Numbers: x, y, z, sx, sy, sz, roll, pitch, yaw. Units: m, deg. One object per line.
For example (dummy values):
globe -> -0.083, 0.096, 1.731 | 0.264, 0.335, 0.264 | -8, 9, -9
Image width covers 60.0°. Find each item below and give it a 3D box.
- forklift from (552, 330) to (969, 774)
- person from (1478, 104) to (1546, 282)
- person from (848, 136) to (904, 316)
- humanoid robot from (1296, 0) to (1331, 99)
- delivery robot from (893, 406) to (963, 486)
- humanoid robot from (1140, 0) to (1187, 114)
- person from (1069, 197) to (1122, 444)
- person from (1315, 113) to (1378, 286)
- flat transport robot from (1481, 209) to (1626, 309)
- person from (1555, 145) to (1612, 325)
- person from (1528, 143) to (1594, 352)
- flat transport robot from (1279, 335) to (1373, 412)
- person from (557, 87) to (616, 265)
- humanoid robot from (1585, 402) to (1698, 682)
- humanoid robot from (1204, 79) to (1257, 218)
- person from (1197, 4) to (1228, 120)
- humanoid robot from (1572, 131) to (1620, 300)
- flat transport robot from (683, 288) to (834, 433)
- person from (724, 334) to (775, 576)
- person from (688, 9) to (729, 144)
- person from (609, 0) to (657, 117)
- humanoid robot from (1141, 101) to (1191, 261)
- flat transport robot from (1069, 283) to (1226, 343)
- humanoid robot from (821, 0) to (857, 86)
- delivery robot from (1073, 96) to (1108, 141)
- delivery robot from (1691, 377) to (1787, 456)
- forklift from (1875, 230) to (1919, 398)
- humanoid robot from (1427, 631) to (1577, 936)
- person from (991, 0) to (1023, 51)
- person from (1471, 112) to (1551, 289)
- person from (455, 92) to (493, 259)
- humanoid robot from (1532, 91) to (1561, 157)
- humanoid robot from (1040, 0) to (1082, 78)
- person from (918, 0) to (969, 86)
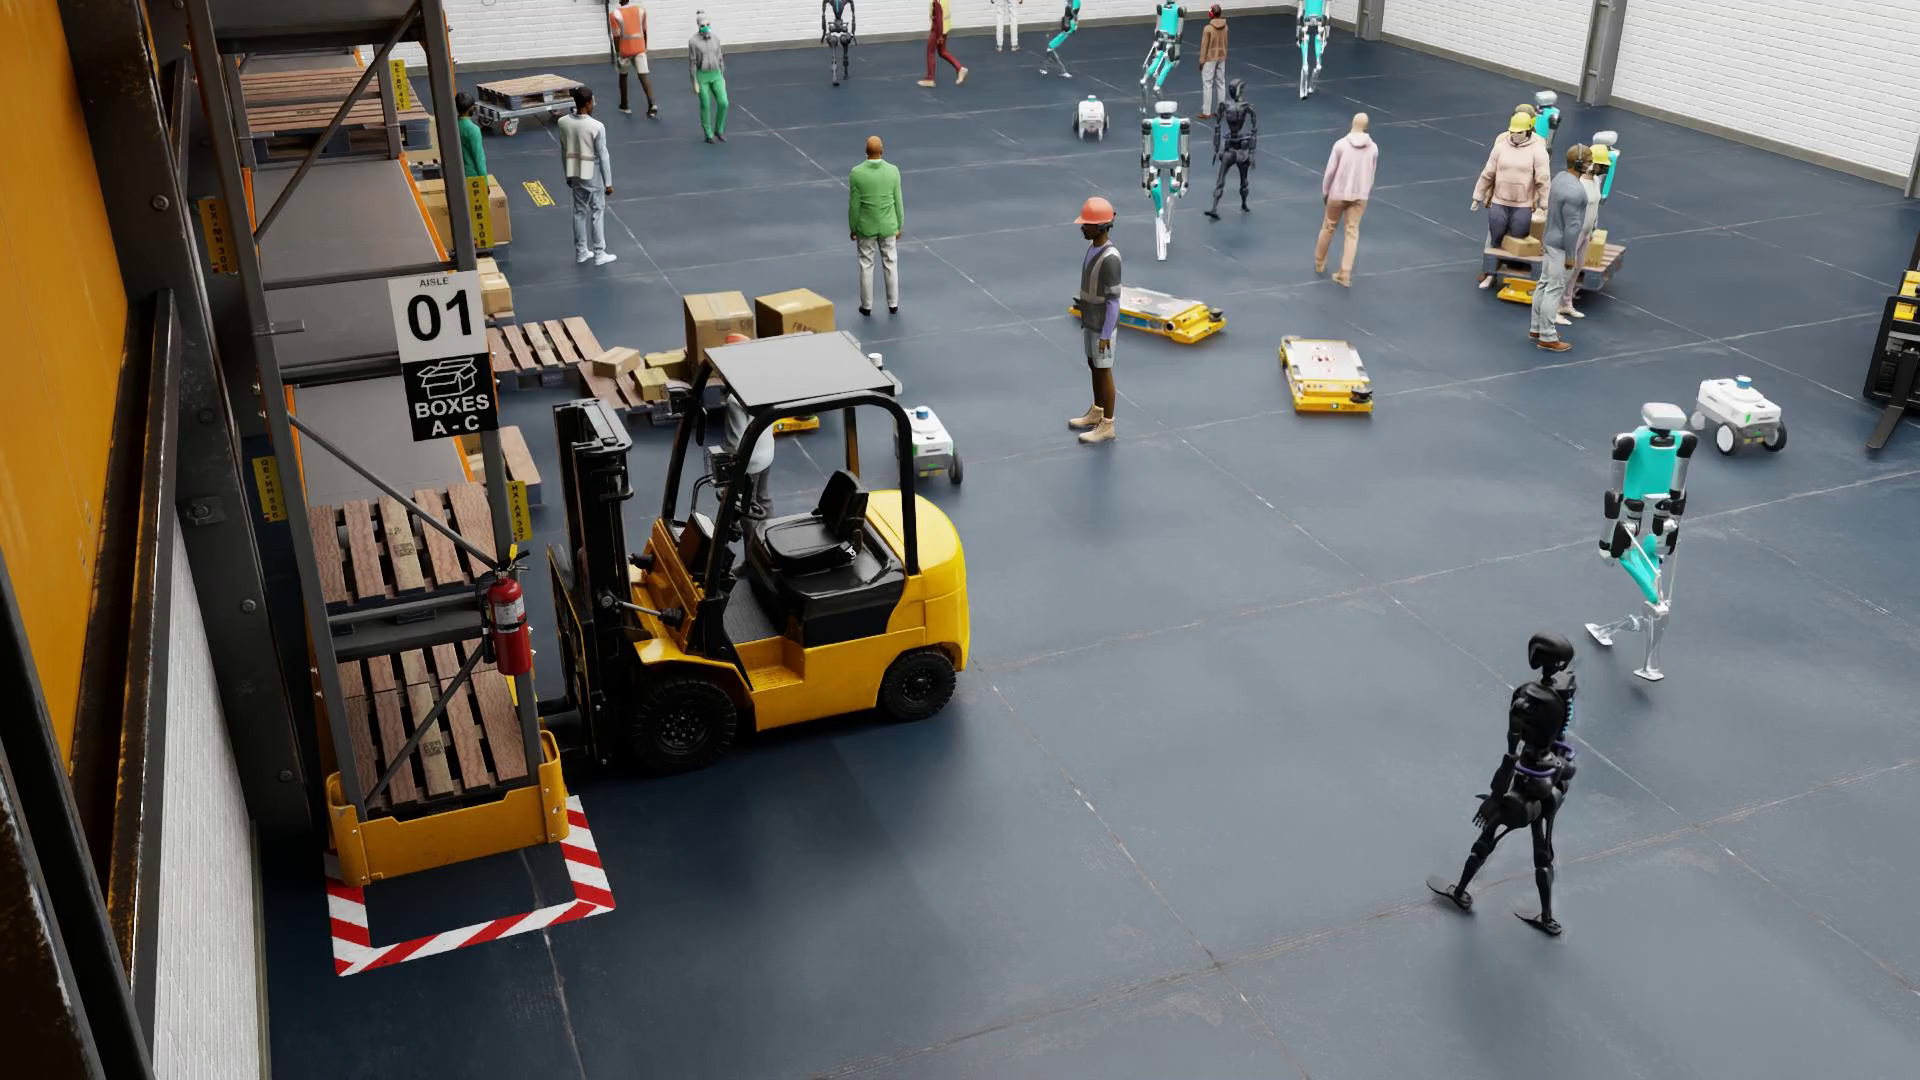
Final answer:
forklift -> -1.094, 0.010, 9.831 | 2.313, 2.155, 1.214 | -10, 28, -20
person -> 5.774, -3.614, 17.390 | 0.564, 1.876, 0.408 | 8, 28, 16
person -> -0.832, -3.101, 16.471 | 0.552, 1.782, 0.384 | -5, 27, -11
humanoid robot -> 5.449, -7.691, 25.764 | 0.548, 1.888, 0.806 | 4, 27, 8
delivery robot -> -0.292, -0.751, 13.179 | 0.499, 0.609, 0.812 | -7, 28, -13
humanoid robot -> 2.897, -7.135, 24.571 | 0.808, 1.801, 0.537 | -21, 34, -36
person -> 1.102, -1.784, 13.564 | 0.391, 2.041, 0.612 | -4, 27, -9
person -> 4.080, -3.619, 17.554 | 0.541, 1.732, 0.805 | 1, 27, 1
flat transport robot -> 6.184, -2.735, 17.427 | 0.659, 0.231, 1.431 | 16, 31, 29
person -> 6.078, -2.993, 16.285 | 0.339, 1.760, 0.527 | 22, 34, 37
person -> 5.643, -2.745, 15.591 | 0.371, 1.939, 0.627 | 1, 27, 3
flat transport robot -> 3.279, -1.501, 14.972 | 0.659, 0.231, 1.431 | 2, 27, 3
person -> -4.027, -3.920, 17.969 | 0.596, 1.907, 0.410 | 11, 29, 21
humanoid robot -> 4.297, 0.093, 10.220 | 0.542, 1.756, 1.038 | -5, 27, -9
humanoid robot -> 3.244, -4.598, 19.617 | 0.594, 1.624, 0.783 | 19, 32, 33
person -> 3.725, -7.014, 24.409 | 0.462, 1.646, 0.308 | -13, 30, -25
humanoid robot -> 6.182, -3.216, 16.788 | 0.667, 1.835, 0.536 | 11, 29, 21
flat transport robot -> -1.710, -1.281, 14.536 | 0.659, 0.231, 1.431 | -7, 28, -14
person -> -1.473, -0.589, 11.523 | 0.347, 1.739, 0.571 | 8, 28, 16
person -> -3.458, -6.362, 22.903 | 0.540, 1.829, 0.485 | -15, 30, -27
person -> -4.828, -7.230, 24.534 | 0.608, 1.925, 0.968 | -15, 31, -28
humanoid robot -> 2.266, -4.015, 18.399 | 0.547, 1.767, 1.043 | 4, 27, 7
flat transport robot -> 1.849, -2.256, 16.474 | 1.431, 0.231, 0.659 | 20, 33, 34
humanoid robot -> -1.958, -8.160, 26.735 | 0.596, 1.630, 0.837 | 0, 27, 1
delivery robot -> 1.861, -5.996, 23.617 | 0.499, 0.613, 0.807 | 1, 27, 2
delivery robot -> 6.438, -1.047, 13.758 | 0.499, 0.600, 0.801 | -5, 27, -10
forklift -> 9.029, -2.397, 14.618 | 1.214, 2.155, 2.313 | 18, 32, 32
humanoid robot -> 2.743, 1.155, 8.146 | 0.593, 1.631, 0.714 | -22, 34, -36
person -> 0.823, -9.578, 29.241 | 0.582, 1.882, 0.337 | 1, 27, 2
person -> 5.703, -3.485, 17.158 | 0.818, 1.855, 0.431 | 16, 31, 29
person -> -5.302, -3.905, 18.007 | 0.496, 1.843, 0.404 | 20, 33, 34
humanoid robot -> 6.166, -4.053, 18.388 | 0.674, 1.769, 0.539 | -3, 27, -7
humanoid robot -> 1.600, -8.378, 27.116 | 0.842, 1.860, 0.546 | 10, 28, 19
person -> -0.277, -8.083, 26.426 | 0.750, 1.744, 0.472 | 8, 28, 16
